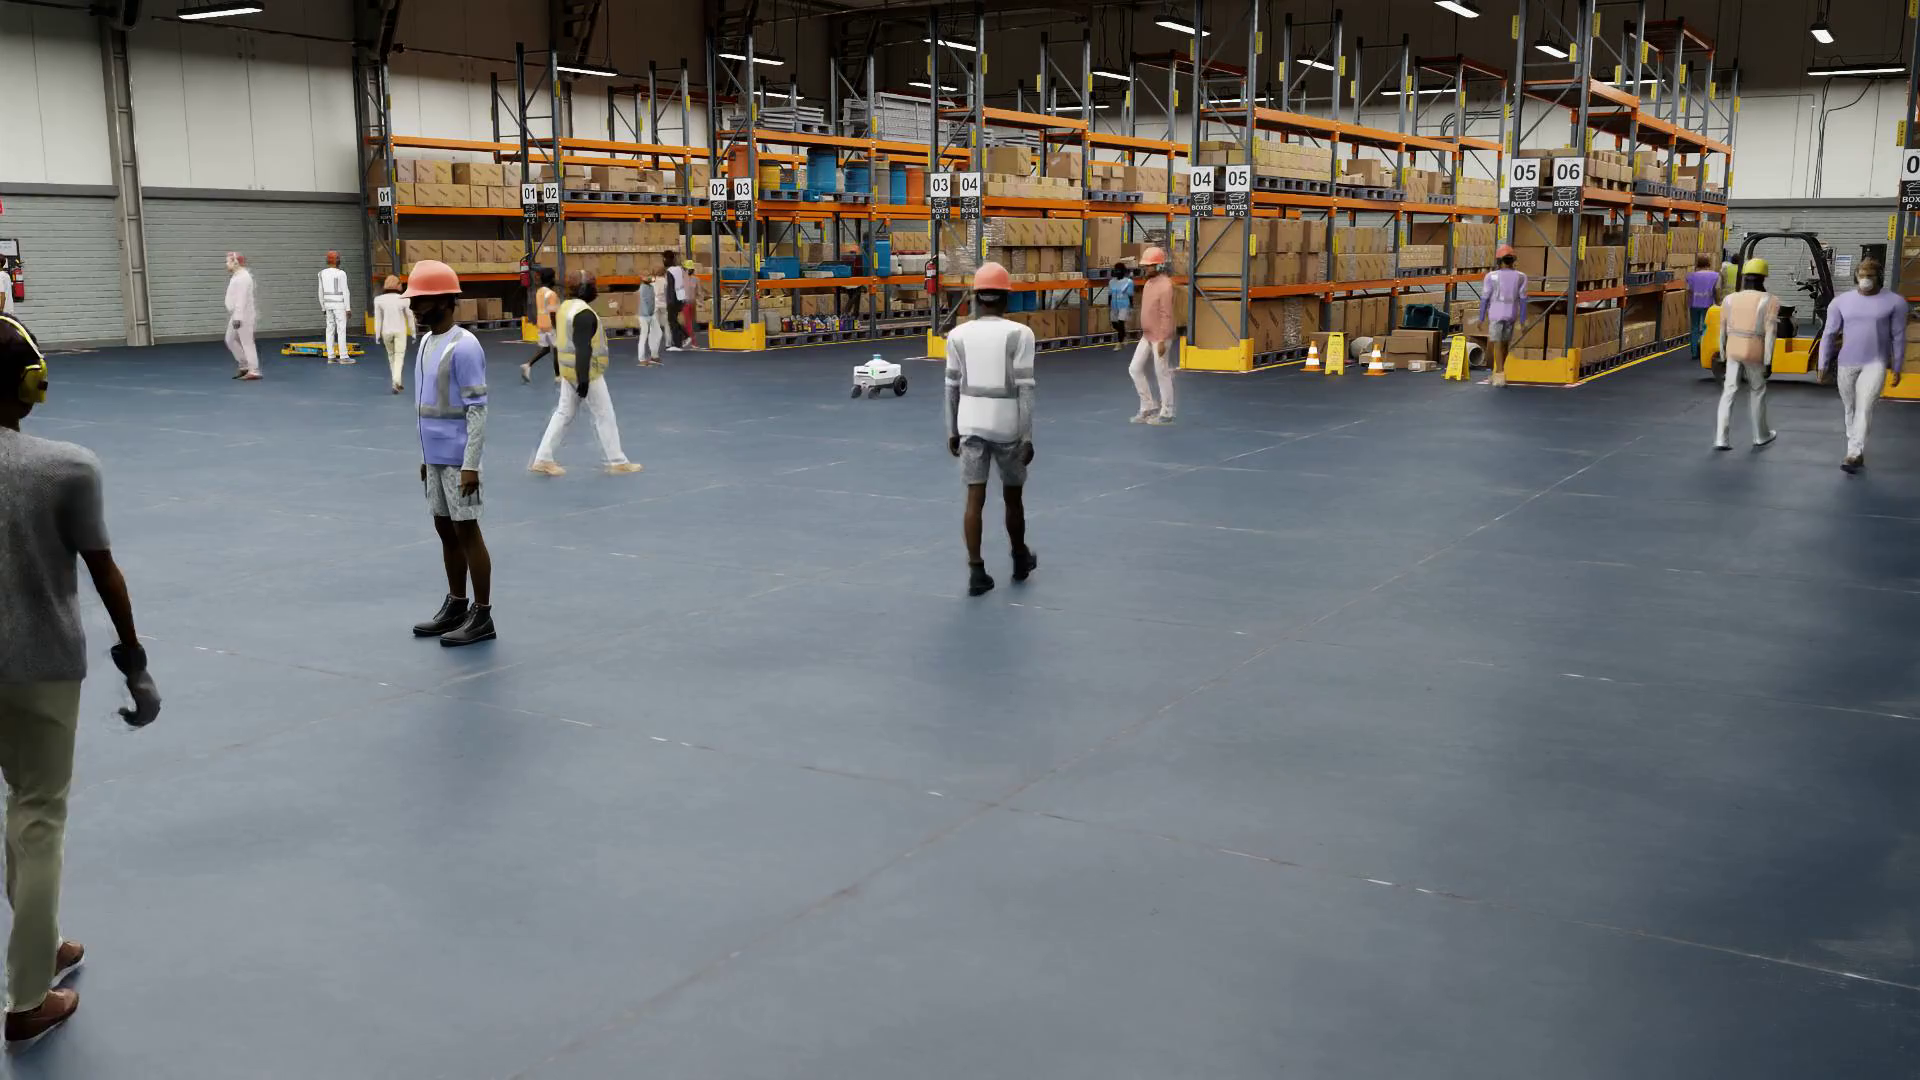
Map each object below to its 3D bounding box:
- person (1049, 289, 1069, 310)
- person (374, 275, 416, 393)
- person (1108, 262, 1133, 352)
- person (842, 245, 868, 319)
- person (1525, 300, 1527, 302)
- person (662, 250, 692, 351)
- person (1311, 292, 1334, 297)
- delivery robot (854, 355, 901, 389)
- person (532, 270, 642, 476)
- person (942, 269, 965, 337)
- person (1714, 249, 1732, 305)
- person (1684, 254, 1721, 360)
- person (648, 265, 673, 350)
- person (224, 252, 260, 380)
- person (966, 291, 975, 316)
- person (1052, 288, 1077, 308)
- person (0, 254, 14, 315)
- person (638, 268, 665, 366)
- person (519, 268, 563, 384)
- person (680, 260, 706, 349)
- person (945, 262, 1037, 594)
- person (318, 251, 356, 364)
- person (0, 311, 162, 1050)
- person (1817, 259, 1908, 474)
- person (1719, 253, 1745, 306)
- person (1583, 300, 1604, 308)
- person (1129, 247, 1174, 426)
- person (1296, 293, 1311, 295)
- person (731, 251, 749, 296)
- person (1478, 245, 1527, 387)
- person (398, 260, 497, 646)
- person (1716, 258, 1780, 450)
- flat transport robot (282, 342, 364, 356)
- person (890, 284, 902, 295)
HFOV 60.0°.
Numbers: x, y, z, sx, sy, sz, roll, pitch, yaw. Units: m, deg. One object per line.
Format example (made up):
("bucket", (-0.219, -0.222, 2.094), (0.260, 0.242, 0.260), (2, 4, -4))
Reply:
("person", (2.146, -5.315, 36.369), (0.486, 1.725, 0.614), (6, 12, 28))
("person", (-7.688, -2.800, 22.605), (0.513, 1.600, 0.818), (-1, 10, -4))
("person", (3.053, -4.391, 31.314), (0.538, 1.679, 0.632), (8, 13, 36))
("person", (-2.577, -6.229, 40.763), (0.612, 1.971, 0.437), (5, 11, 27))
("person", (13.748, -6.229, 40.865), (0.635, 1.937, 0.353), (6, 12, 31))
("person", (-5.373, -4.495, 31.262), (0.433, 1.895, 0.629), (1, 10, 6))
("person", (7.632, -5.150, 35.027), (0.523, 1.865, 0.317), (6, 12, 30))
("delivery robot", (-1.089, -2.198, 21.900), (0.477, 0.478, 0.707), (6, 12, 30))
("person", (-3.314, -1.445, 14.476), (0.944, 1.801, 0.639), (-6, 12, -29))
("person", (-0.109, -5.329, 36.215), (0.525, 1.814, 0.919), (6, 12, 31))
("person", (17.491, -5.712, 38.064), (0.649, 1.912, 0.978), (-7, 12, -36))
("person", (12.839, -4.021, 28.800), (0.593, 1.829, 0.499), (6, 12, 28))
("person", (-5.730, -4.449, 31.847), (0.525, 1.596, 0.592), (0, 10, -2))
("person", (-10.684, -3.304, 24.632), (0.521, 1.889, 0.647), (-6, 12, -30))
("person", (0.370, -5.135, 35.097), (0.599, 1.812, 0.710), (7, 12, 33))
("person", (2.463, -6.136, 40.388), (0.662, 1.915, 0.671), (6, 12, 31))
("person", (-15.147, -3.596, 26.300), (0.328, 1.876, 0.514), (-4, 11, -22))
("person", (-5.109, -3.678, 27.470), (0.527, 1.617, 0.510), (3, 10, 15))
("person", (-5.953, -3.057, 23.825), (0.677, 1.672, 0.536), (-8, 13, -39))
("person", (-5.268, -4.543, 32.058), (0.531, 1.712, 0.910), (-8, 13, -39))
("person", (0.202, -0.665, 9.787), (0.569, 1.902, 0.808), (3, 11, 17))
("person", (-10.502, -3.904, 27.994), (0.587, 1.883, 0.342), (4, 11, 21))
("person", (-2.386, 0.335, 4.336), (0.546, 1.847, 0.693), (0, 10, -1))
("person", (8.003, -1.546, 14.800), (0.653, 1.882, 1.042), (8, 13, 38))
("person", (15.524, -4.832, 33.342), (0.651, 1.825, 0.536), (6, 12, 29))
("person", (16.143, -6.498, 42.412), (0.374, 1.972, 0.777), (-9, 14, -42))
("person", (2.128, -2.240, 18.406), (0.613, 1.972, 0.641), (-3, 11, -19))
("person", (8.271, -6.114, 39.934), (0.672, 2.000, 0.536), (5, 11, 26))
("person", (-5.666, -6.511, 42.751), (0.601, 1.819, 0.428), (5, 11, 25))
("person", (7.670, -3.163, 23.542), (0.624, 2.003, 0.952), (-1, 10, -5))
("person", (-2.598, -0.431, 8.394), (0.369, 1.935, 0.552), (-9, 14, -41))
("person", (7.771, -1.828, 16.399), (1.007, 1.868, 0.612), (-8, 13, -39))
("flat transport robot", (-11.473, -3.442, 29.928), (1.431, 0.197, 0.652), (6, 12, 31))
("person", (-1.846, -7.465, 47.621), (0.613, 2.003, 0.975), (6, 12, 29))
